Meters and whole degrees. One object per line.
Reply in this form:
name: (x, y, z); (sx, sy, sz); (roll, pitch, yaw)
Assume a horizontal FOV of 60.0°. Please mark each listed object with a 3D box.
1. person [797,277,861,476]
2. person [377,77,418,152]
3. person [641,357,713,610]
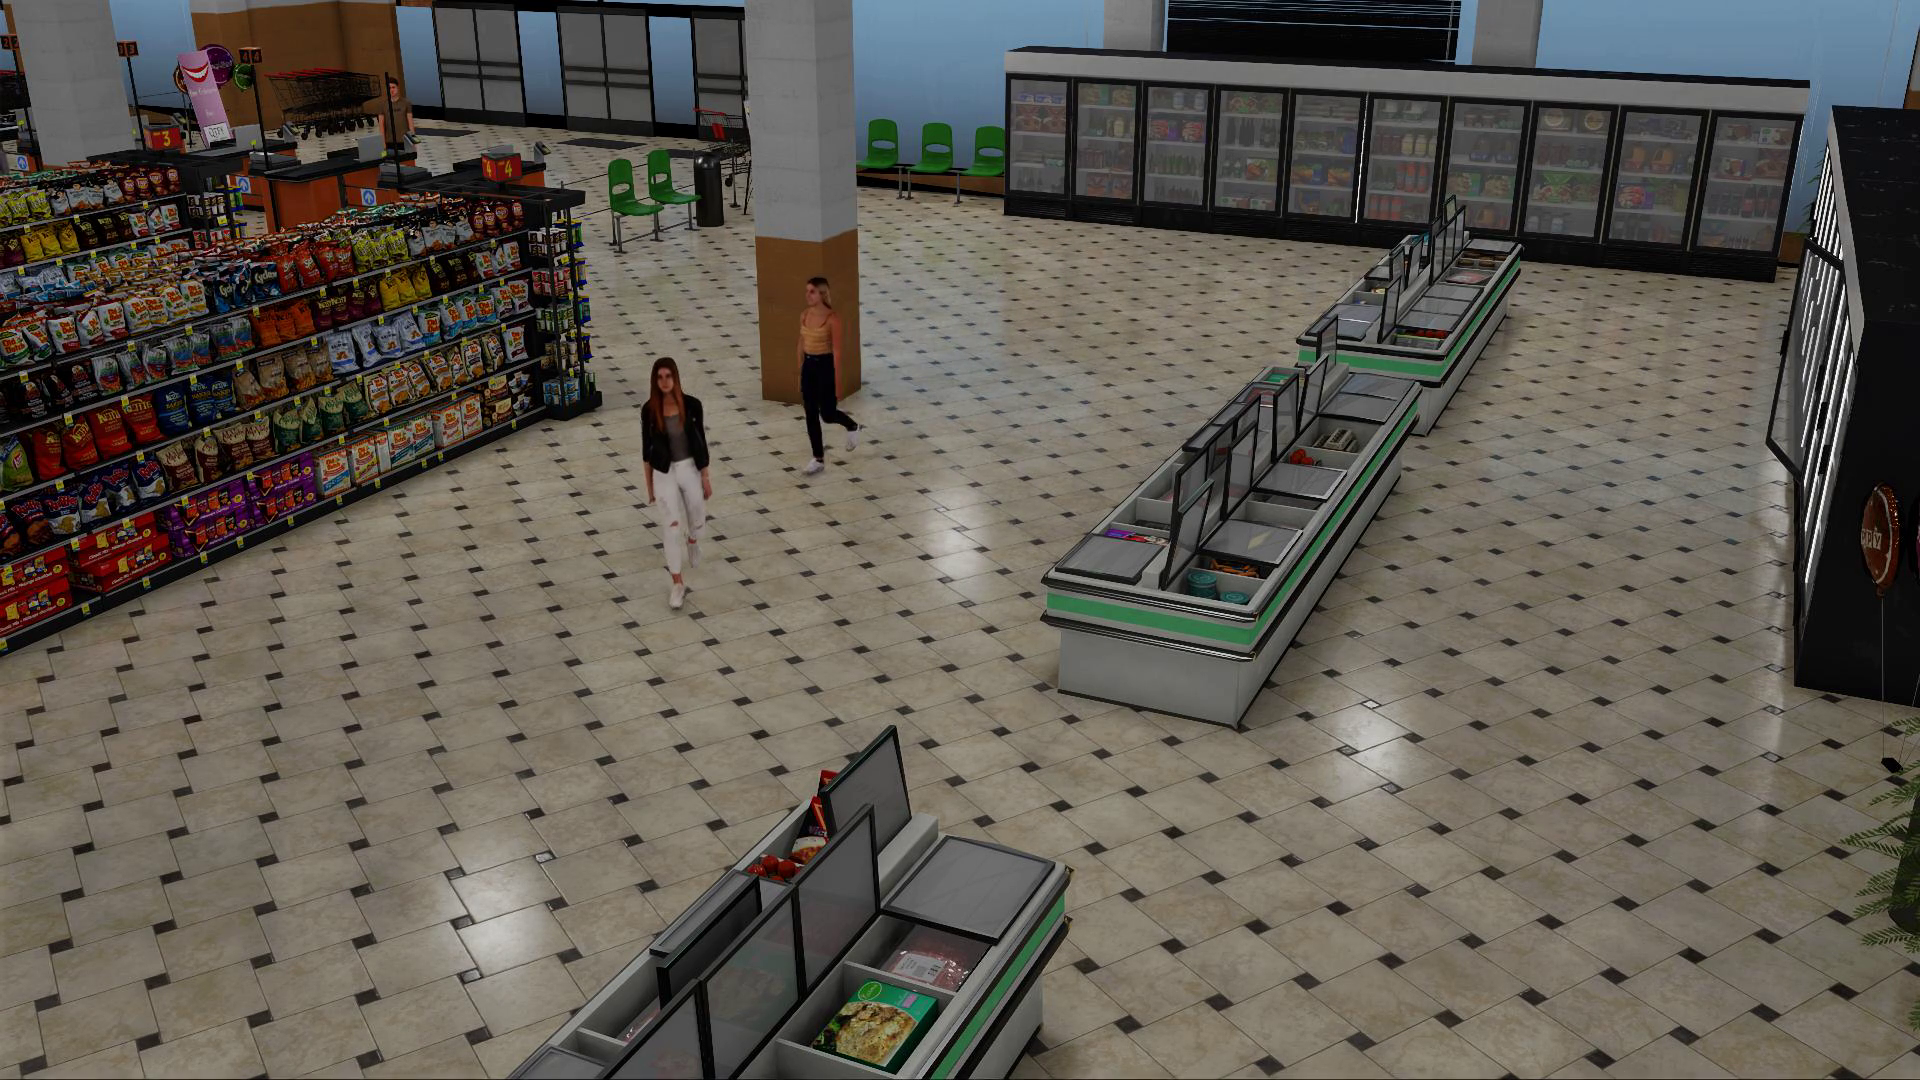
person: (-1.098, -1.359, 13.641); (0.683, 1.614, 0.926); (16, 27, 34)
person: (-8.317, -5.902, 24.628); (0.739, 1.852, 0.799); (-8, 23, -19)
person: (-1.893, -0.421, 11.215); (0.922, 1.682, 1.049); (-4, 22, -9)
